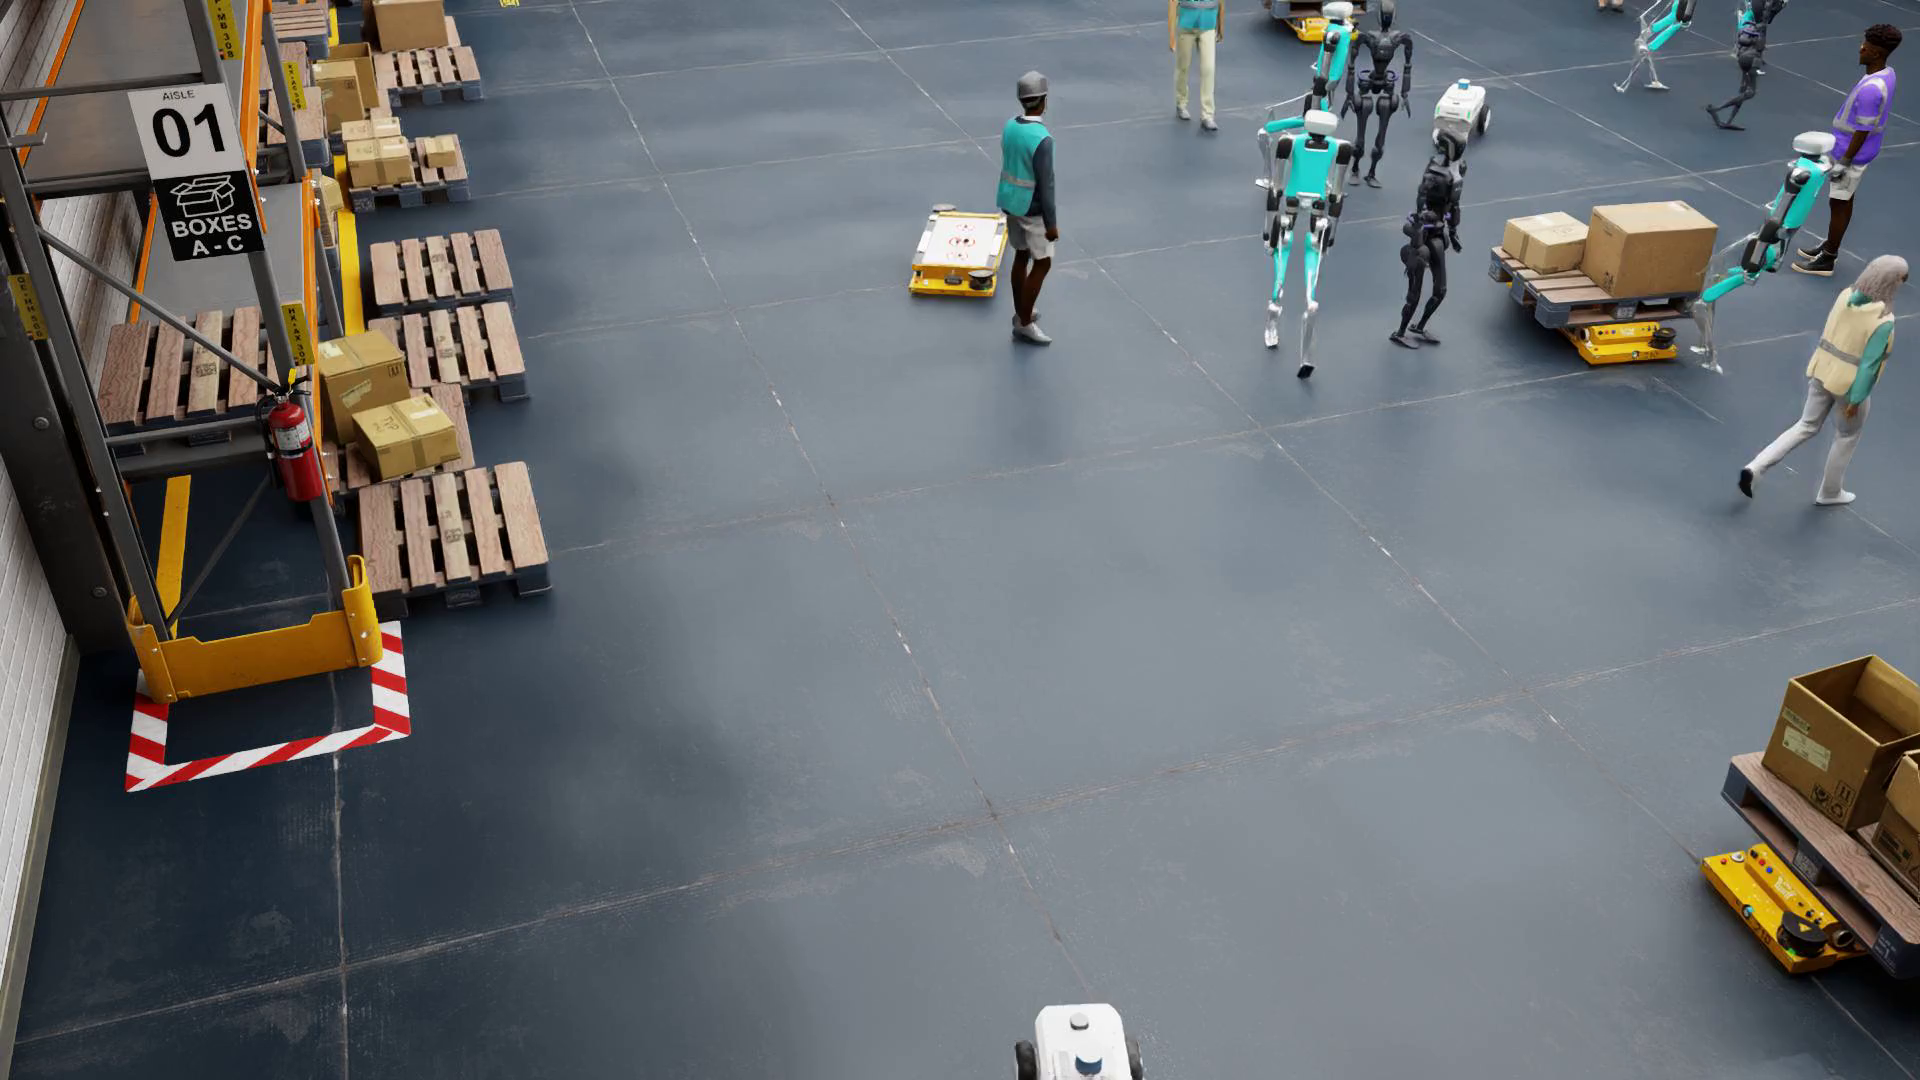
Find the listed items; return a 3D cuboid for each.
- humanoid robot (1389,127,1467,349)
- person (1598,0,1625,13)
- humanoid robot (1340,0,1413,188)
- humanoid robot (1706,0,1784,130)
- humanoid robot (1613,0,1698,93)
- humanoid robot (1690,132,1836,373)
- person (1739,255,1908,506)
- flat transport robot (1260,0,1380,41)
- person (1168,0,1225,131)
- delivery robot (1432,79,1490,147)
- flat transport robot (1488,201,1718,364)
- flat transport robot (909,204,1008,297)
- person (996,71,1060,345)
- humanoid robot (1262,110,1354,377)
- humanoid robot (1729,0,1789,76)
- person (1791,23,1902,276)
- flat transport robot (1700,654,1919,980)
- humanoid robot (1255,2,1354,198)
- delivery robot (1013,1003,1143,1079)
[{"bbox_3d":[3.368,-2.161,11.880,0.602,1.646,0.319,-27,42,-35],"label":"humanoid robot"},{"bbox_3d":[7.637,-6.930,19.202,0.519,1.665,0.401,24,40,32],"label":"person"},{"bbox_3d":[3.653,-3.896,14.551,0.601,1.647,0.332,2,33,3],"label":"humanoid robot"},{"bbox_3d":[7.486,-4.705,15.785,0.405,1.651,0.603,12,35,18],"label":"humanoid robot"},{"bbox_3d":[7.055,-5.305,16.727,0.839,1.873,0.552,7,34,11],"label":"humanoid robot"},{"bbox_3d":[5.485,-2.047,11.648,0.817,1.755,0.567,28,43,36],"label":"humanoid robot"},{"bbox_3d":[5.237,-0.928,9.981,0.709,1.681,0.460,-9,34,-14],"label":"person"},{"bbox_3d":[4.054,-6.030,19.107,0.659,0.231,1.431,-4,33,-6],"label":"flat transport robot"},{"bbox_3d":[2.282,-4.829,15.855,0.606,1.802,0.935,-5,33,-8],"label":"person"},{"bbox_3d":[4.763,-4.094,15.864,0.499,0.581,0.774,15,36,21],"label":"delivery robot"},{"bbox_3d":[4.732,-1.736,12.521,0.659,0.231,1.431,-5,33,-8],"label":"flat transport robot"},{"bbox_3d":[0.017,-2.344,13.453,0.659,0.231,1.431,4,33,6],"label":"flat transport robot"},{"bbox_3d":[0.512,-2.386,12.017,0.445,1.920,0.678,-19,38,-26],"label":"person"},{"bbox_3d":[2.427,-1.997,11.624,0.578,1.817,0.914,1,33,2],"label":"humanoid robot"},{"bbox_3d":[8.333,-5.727,17.298,0.532,1.743,0.926,-5,33,-8],"label":"humanoid robot"},{"bbox_3d":[6.940,-3.027,12.949,0.369,1.966,0.600,21,38,28],"label":"person"},{"bbox_3d":[4.180,1.537,7.501,1.431,0.231,0.659,-8,34,-12],"label":"flat transport robot"},{"bbox_3d":[2.928,-3.753,14.301,1.017,1.756,0.544,15,36,22],"label":"humanoid robot"},{"bbox_3d":[0.477,2.128,6.339,0.499,0.601,0.775,-2,33,-3],"label":"delivery robot"}]
